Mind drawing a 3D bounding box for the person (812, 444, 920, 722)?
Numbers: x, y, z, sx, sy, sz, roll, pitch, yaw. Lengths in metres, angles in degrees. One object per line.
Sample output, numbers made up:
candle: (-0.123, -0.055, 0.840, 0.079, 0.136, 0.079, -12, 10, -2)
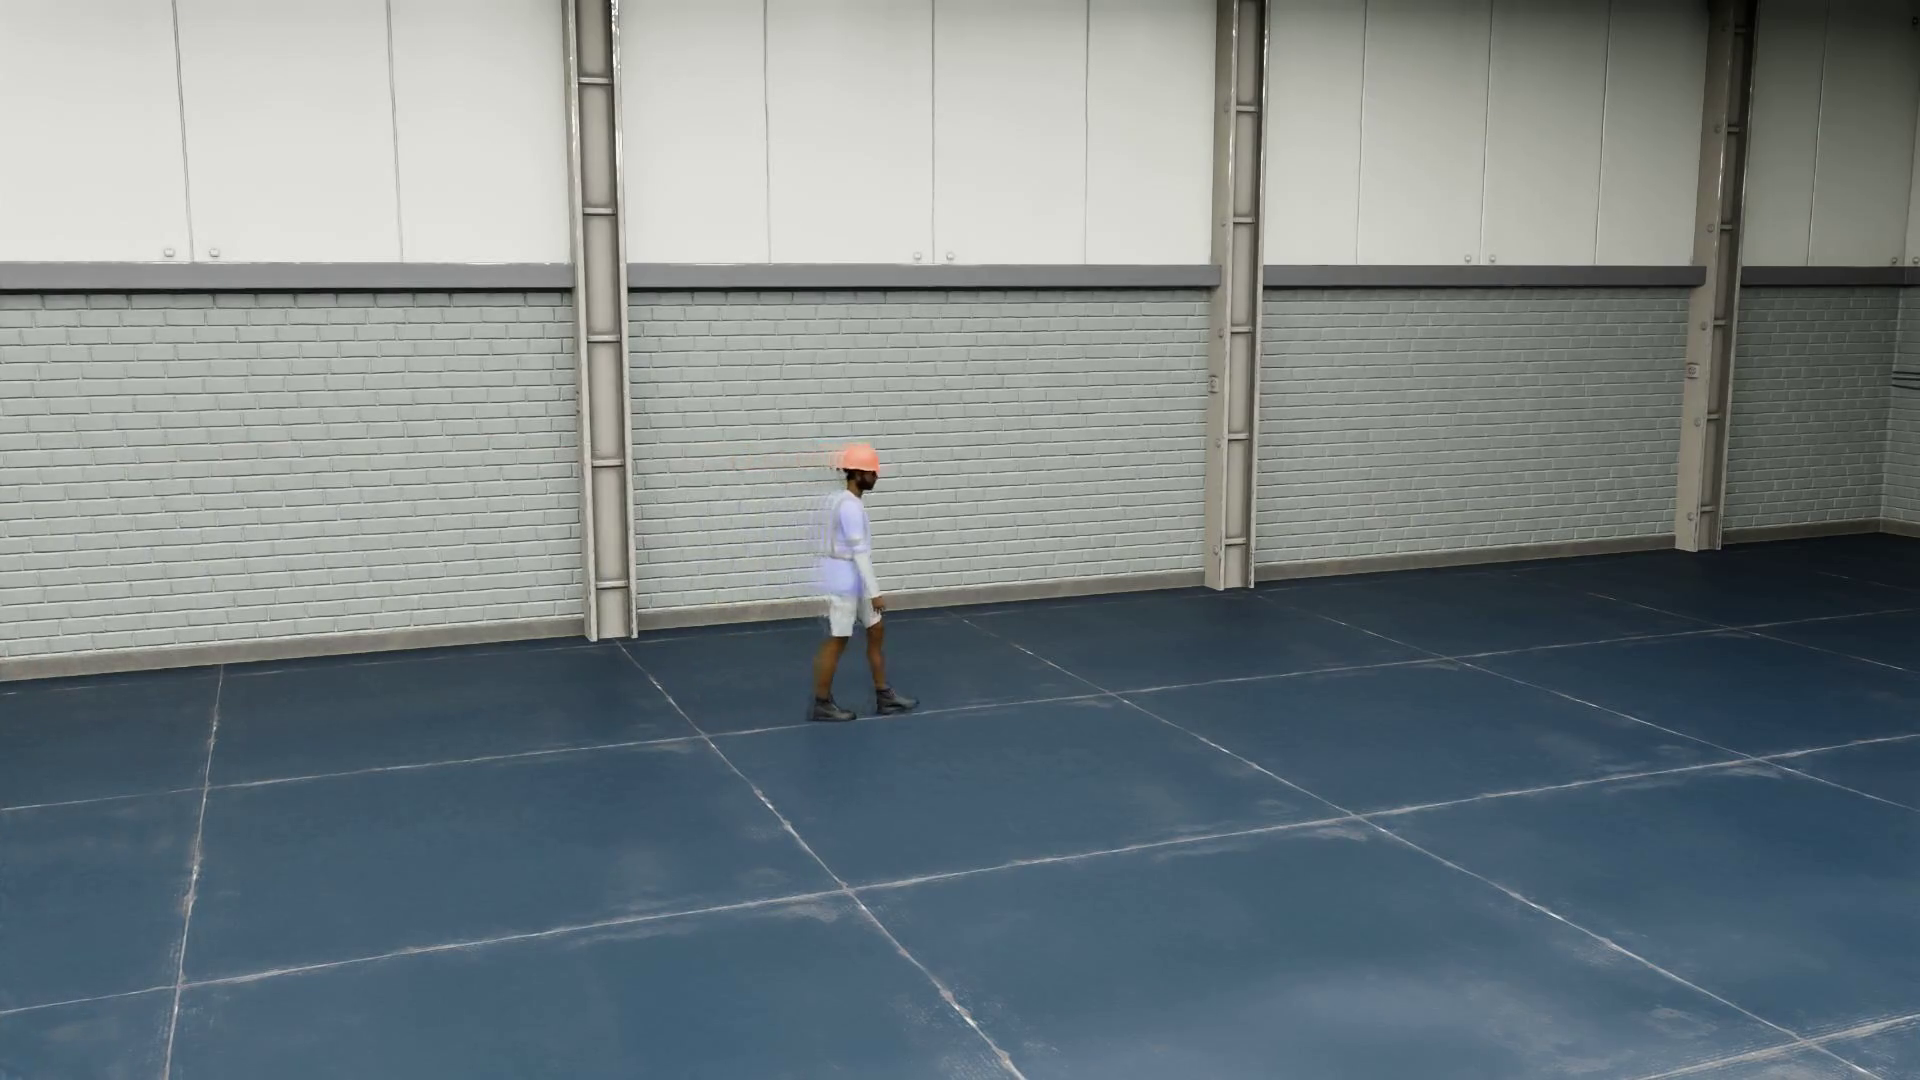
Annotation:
person: (-0.619, 0.305, 11.260, 0.867, 1.899, 0.553, 0, 9, -2)
